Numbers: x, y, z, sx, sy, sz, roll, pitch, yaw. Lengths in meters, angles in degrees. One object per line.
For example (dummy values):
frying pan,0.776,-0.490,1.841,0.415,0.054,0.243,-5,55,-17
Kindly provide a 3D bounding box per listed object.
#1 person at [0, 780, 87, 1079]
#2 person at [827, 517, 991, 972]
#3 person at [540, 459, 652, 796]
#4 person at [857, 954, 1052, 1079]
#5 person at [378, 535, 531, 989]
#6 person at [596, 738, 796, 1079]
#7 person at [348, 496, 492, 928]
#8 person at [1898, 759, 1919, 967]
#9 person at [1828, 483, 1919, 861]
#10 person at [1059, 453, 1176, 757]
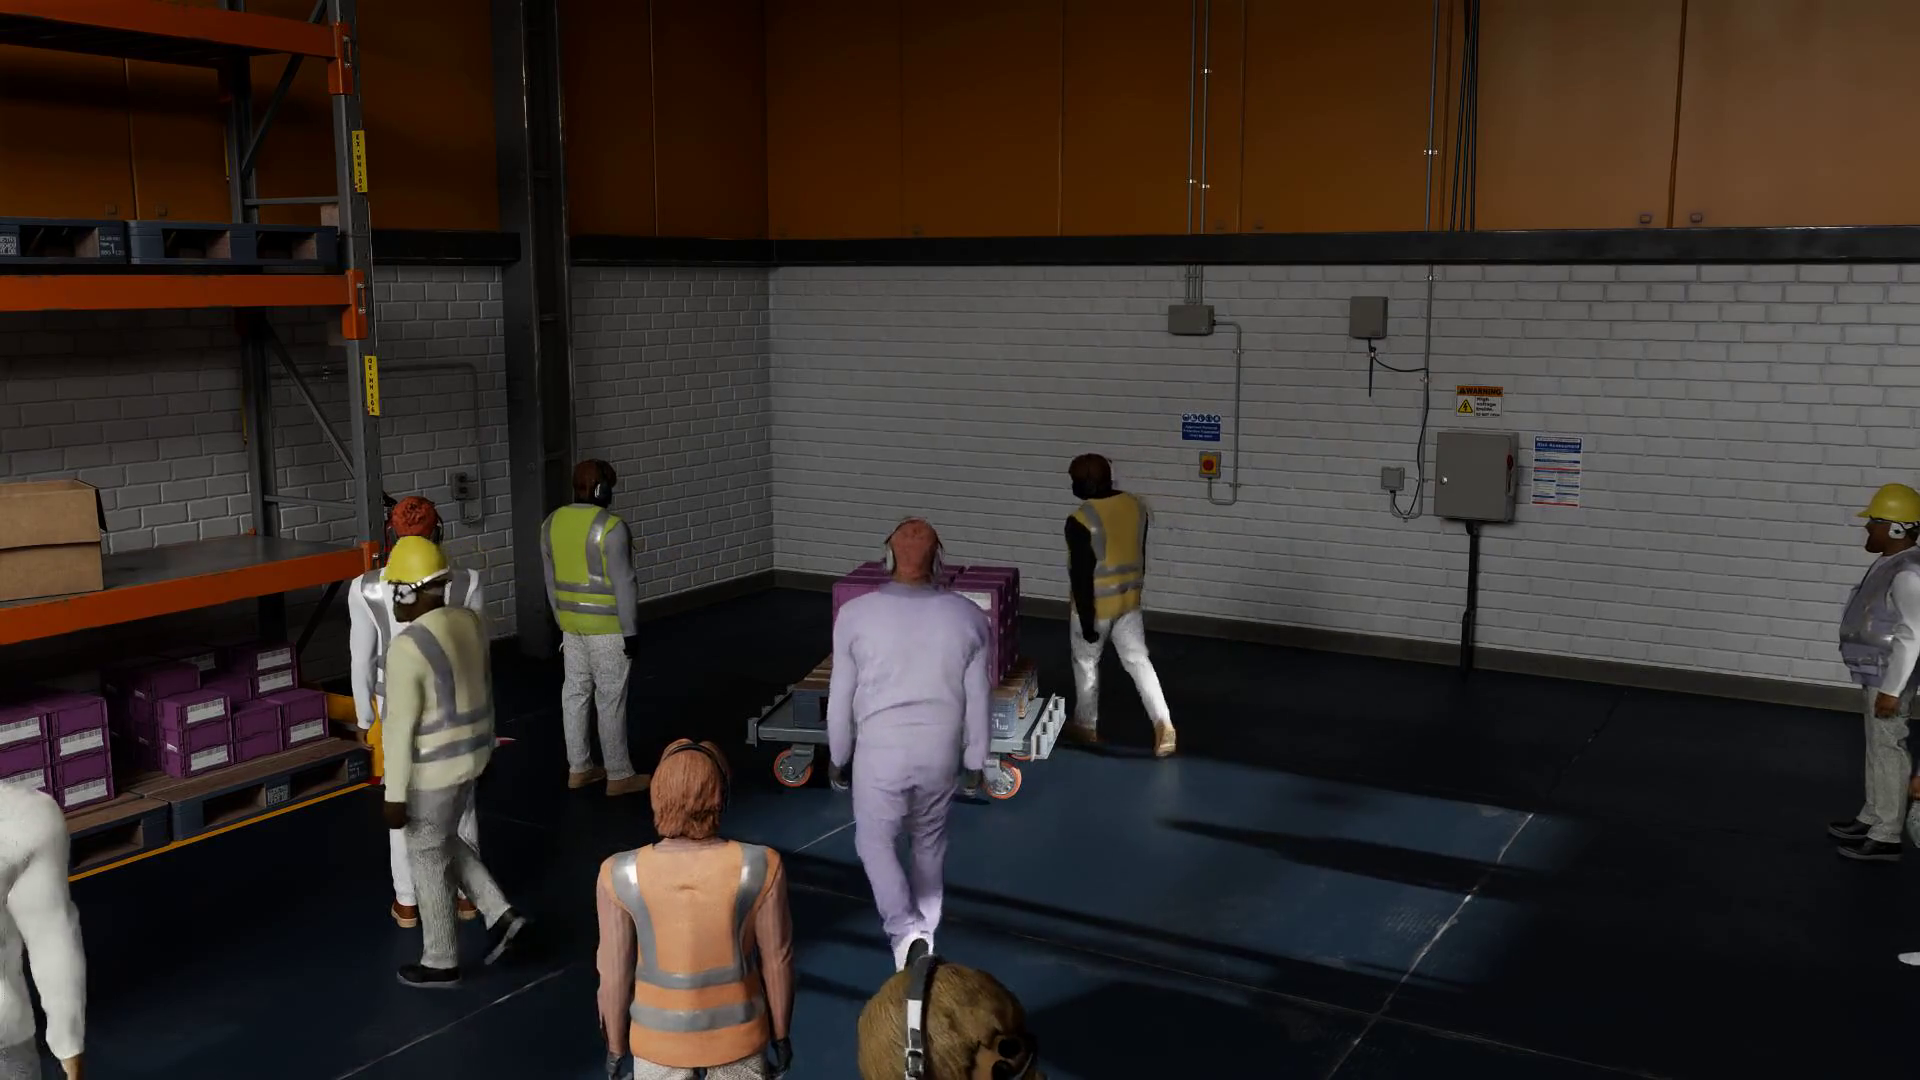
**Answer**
person,-2.497,1.260,4.048,0.652,1.903,0.903,-1,9,-6
person,-0.193,0.847,6.631,0.656,1.882,0.745,-3,10,-17
person,-1.978,0.474,9.102,0.619,1.839,0.430,6,11,33
person,-0.031,1.508,2.324,0.367,1.940,0.634,4,10,24
person,-2.048,0.885,6.572,0.461,1.819,0.626,2,9,13
person,-0.685,1.330,4.367,0.513,1.641,0.307,-1,9,-7
person,-2.336,0.745,7.256,0.582,1.882,0.338,-3,10,-18
person,4.034,0.907,6.745,0.362,1.723,0.503,6,11,34
person,4.488,0.637,8.088,0.403,1.835,0.586,4,10,22
person,0.917,0.385,9.791,0.676,1.800,0.892,-6,11,-34
